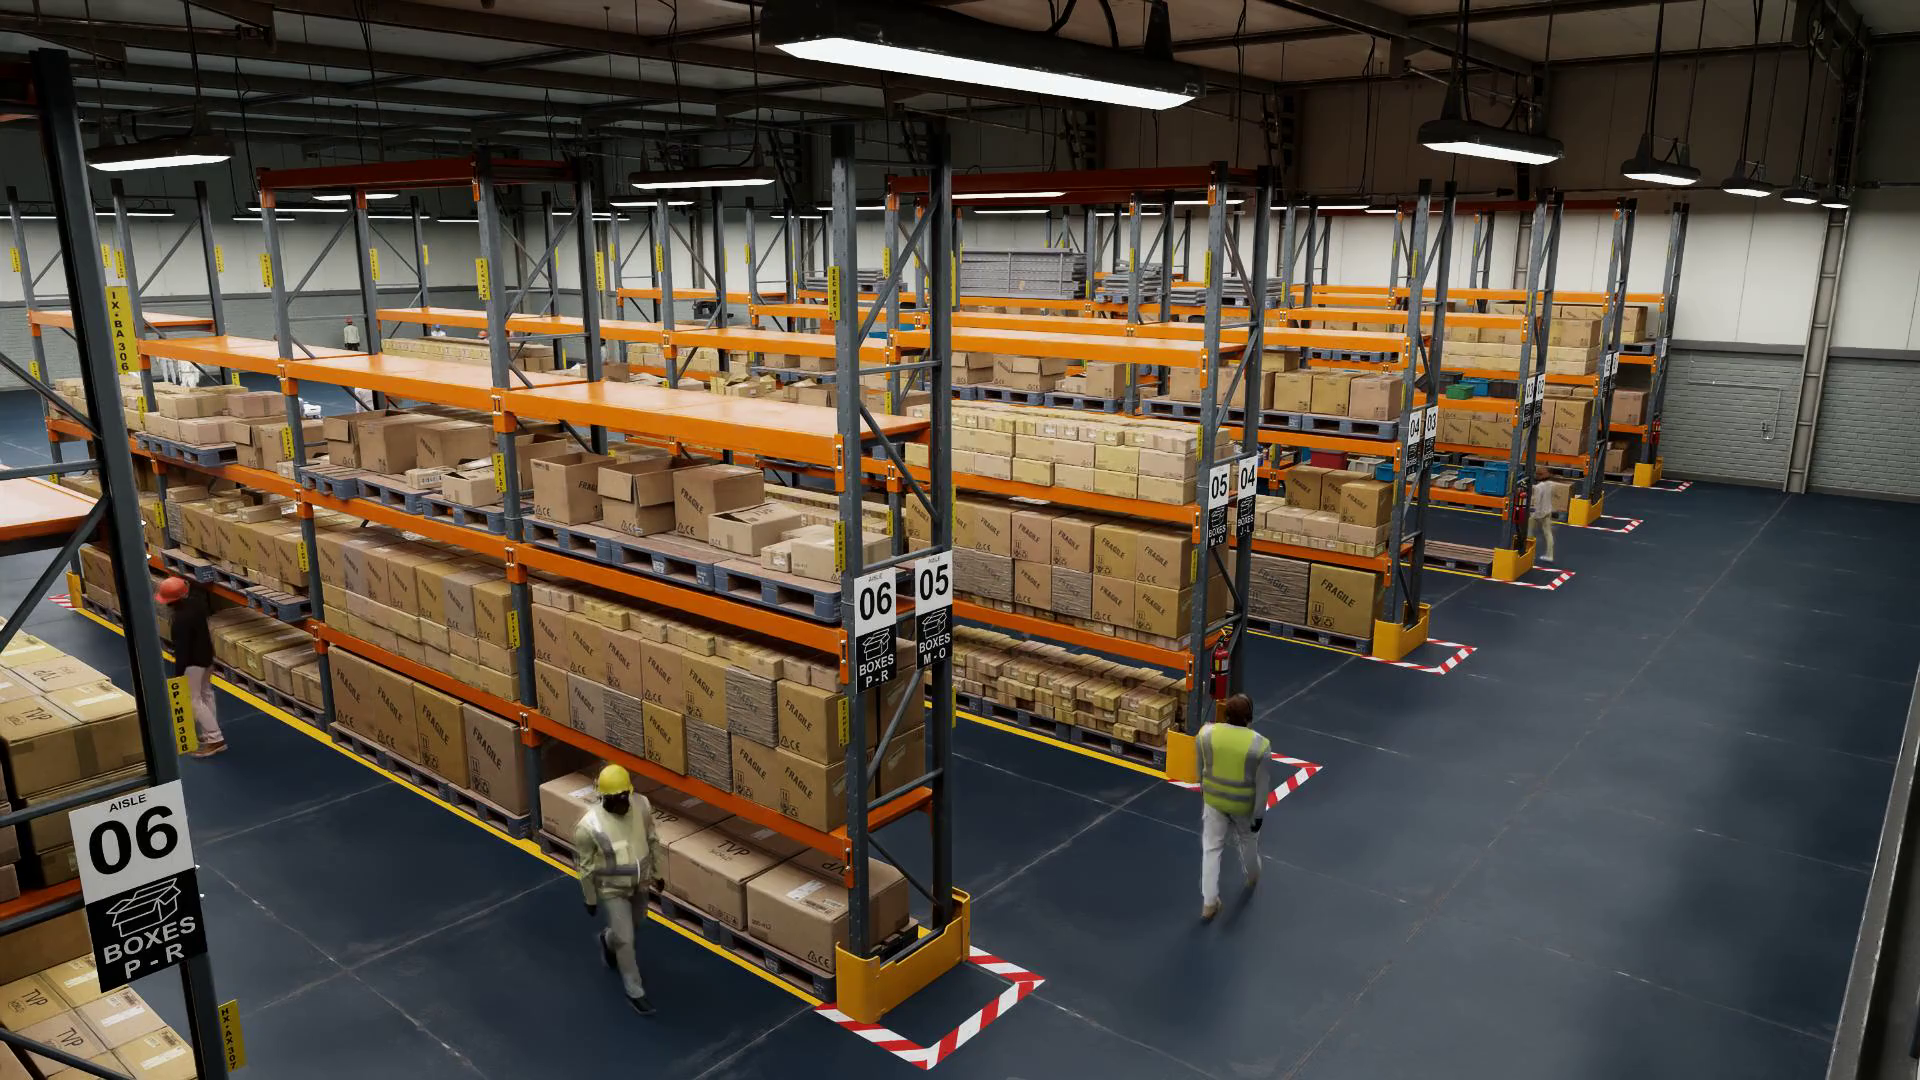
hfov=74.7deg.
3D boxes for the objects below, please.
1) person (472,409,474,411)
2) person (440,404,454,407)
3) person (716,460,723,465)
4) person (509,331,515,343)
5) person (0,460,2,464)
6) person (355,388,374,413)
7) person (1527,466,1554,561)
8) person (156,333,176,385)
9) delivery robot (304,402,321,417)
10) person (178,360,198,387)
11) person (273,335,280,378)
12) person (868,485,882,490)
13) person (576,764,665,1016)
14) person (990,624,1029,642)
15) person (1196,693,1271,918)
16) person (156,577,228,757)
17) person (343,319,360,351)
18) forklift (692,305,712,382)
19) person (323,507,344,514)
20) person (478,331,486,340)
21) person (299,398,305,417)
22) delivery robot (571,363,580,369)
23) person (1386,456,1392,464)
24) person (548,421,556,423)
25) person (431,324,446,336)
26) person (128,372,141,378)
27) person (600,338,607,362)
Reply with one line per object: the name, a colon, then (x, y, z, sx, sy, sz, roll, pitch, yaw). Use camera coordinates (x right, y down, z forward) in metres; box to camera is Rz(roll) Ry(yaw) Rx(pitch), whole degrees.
person: (-13.481, -3.927, 34.852, 0.881, 1.904, 0.565, 4, 14, 18)
person: (-13.091, -3.297, 32.381, 0.565, 1.834, 0.479, -7, 16, -28)
person: (-5.145, -2.096, 27.088, 0.705, 2.000, 0.691, 4, 14, 15)
person: (-18.294, -7.760, 50.680, 0.672, 1.847, 1.006, -2, 14, -8)
person: (-17.132, -0.836, 22.200, 0.561, 1.855, 0.400, -8, 16, -31)
person: (-15.234, -3.343, 32.409, 0.406, 1.906, 0.654, 11, 17, 38)
person: (9.705, -0.454, 21.140, 0.543, 1.603, 0.706, -10, 17, -34)
person: (-28.469, -6.454, 45.137, 0.355, 1.938, 0.637, 11, 17, 38)
delivery robot: (-19.228, -3.818, 37.073, 0.477, 0.478, 0.707, 11, 17, 38)
person: (-23.695, -4.933, 38.680, 0.647, 2.031, 0.408, 1, 14, 3)
person: (-25.983, -7.011, 48.060, 0.308, 1.636, 0.524, 11, 17, 38)
person: (-1.615, -1.384, 24.068, 0.387, 2.039, 0.616, 11, 17, 38)
person: (-2.441, 2.404, 8.984, 0.793, 1.810, 0.594, 11, 18, 39)
person: (0.625, 0.525, 16.726, 0.799, 1.797, 0.599, 12, 18, 41)
person: (2.232, 2.093, 10.266, 0.629, 1.797, 0.967, 6, 15, 25)
person: (-8.037, 1.298, 13.258, 0.428, 1.946, 0.715, -3, 14, -12)
person: (-25.206, -8.194, 52.181, 0.395, 1.990, 0.625, 11, 17, 38)
forklift: (-9.511, -7.392, 47.124, 1.873, 2.768, 1.129, 11, 17, 38)
person: (-12.098, -1.328, 24.052, 0.355, 1.938, 0.637, 11, 17, 38)
person: (-17.756, -6.857, 46.925, 0.734, 1.872, 0.632, -11, 17, -38)
person: (-15.874, -2.755, 29.947, 0.374, 1.925, 0.595, 11, 17, 38)
delivery robot: (-14.649, -6.543, 48.280, 0.477, 0.478, 0.707, 1, 14, 2)
person: (9.552, -2.254, 28.167, 0.880, 1.797, 0.595, 11, 18, 39)
person: (-9.827, -2.948, 30.719, 0.355, 1.936, 0.637, 11, 17, 38)
person: (-20.808, -7.703, 50.285, 0.624, 1.928, 0.462, -4, 14, -18)
person: (-25.164, -4.686, 38.590, 0.851, 1.594, 0.513, 9, 16, 33)
person: (-12.664, -6.219, 44.225, 0.879, 1.924, 0.655, 4, 14, 17)
